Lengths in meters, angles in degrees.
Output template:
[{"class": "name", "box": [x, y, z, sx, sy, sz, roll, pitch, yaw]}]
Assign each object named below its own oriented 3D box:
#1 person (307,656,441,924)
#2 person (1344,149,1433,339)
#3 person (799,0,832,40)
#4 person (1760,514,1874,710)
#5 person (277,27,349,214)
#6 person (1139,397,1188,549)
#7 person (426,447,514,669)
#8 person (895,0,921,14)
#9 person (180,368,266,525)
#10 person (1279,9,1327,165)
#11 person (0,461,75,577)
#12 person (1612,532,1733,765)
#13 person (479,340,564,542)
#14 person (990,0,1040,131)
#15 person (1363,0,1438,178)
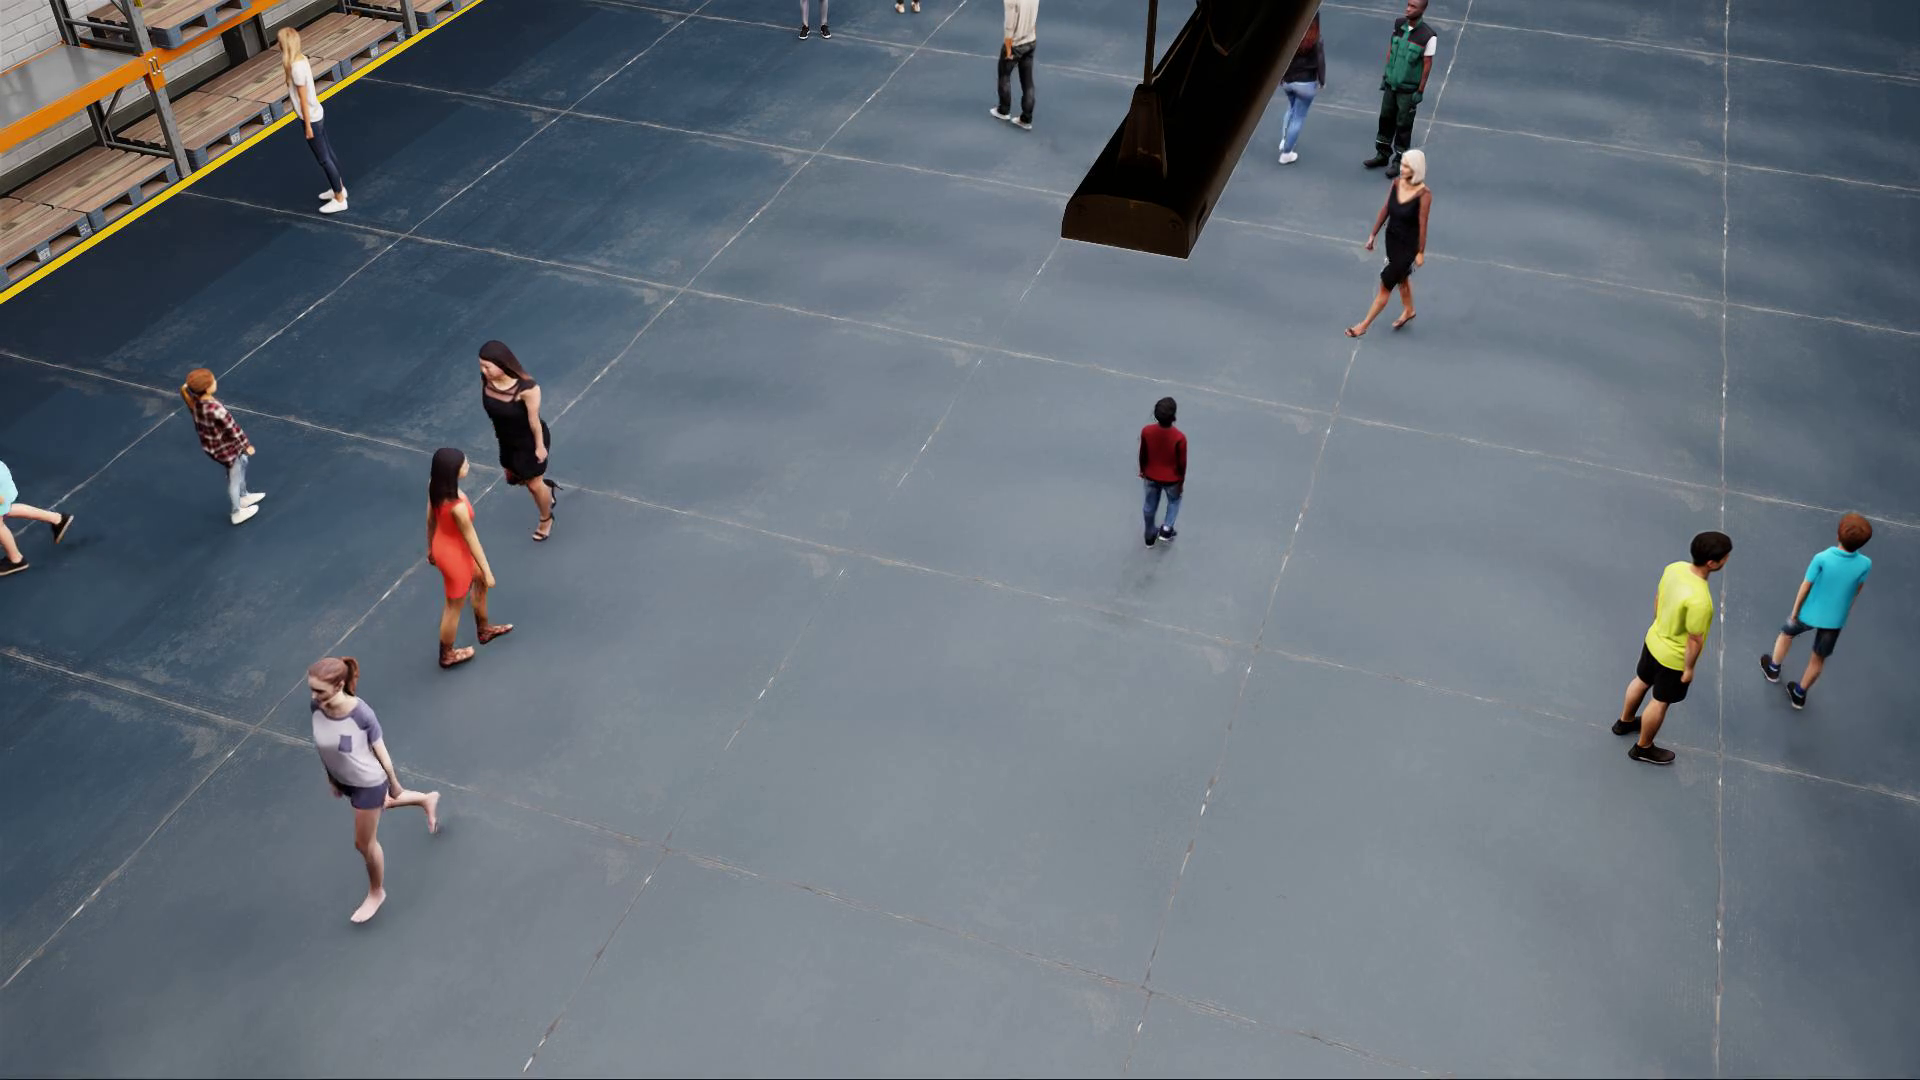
[{"class": "person", "box": [-3.292, 1.279, 9.348, 0.643, 1.732, 1.123, 18, 42, 22]}, {"class": "person", "box": [3.814, -2.503, 14.109, 1.120, 1.700, 1.055, -17, 42, -20]}, {"class": "person", "box": [-1.714, -6.728, 19.383, 0.632, 1.720, 0.636, -4, 39, -5]}, {"class": "person", "box": [5.502, 0.493, 10.569, 0.551, 1.435, 0.685, 10, 40, 13]}, {"class": "person", "box": [-6.199, -4.039, 15.947, 0.709, 1.807, 0.623, -12, 40, -14]}, {"class": "person", "box": [1.432, -0.446, 11.895, 0.517, 1.248, 0.489, 15, 41, 18]}, {"class": "person", "box": [-3.336, 0.144, 10.804, 0.923, 1.688, 0.834, -26, 46, -29]}, {"class": "person", "box": [-0.638, -7.221, 19.950, 0.679, 1.784, 0.696, -8, 39, -10]}, {"class": "person", "box": [-5.420, -0.658, 12.123, 0.621, 1.295, 0.678, 27, 46, 30]}, {"class": "person", "box": [3.385, -4.576, 16.767, 0.789, 1.622, 0.753, -31, 48, -33]}, {"class": "person", "box": [-6.723, -0.441, 11.654, 0.959, 1.541, 0.854, -22, 44, -25]}, {"class": "person", "box": [4.357, 0.637, 10.170, 0.761, 1.708, 0.620, -4, 39, -5]}, {"class": "person", "box": [-3.075, -0.749, 11.916, 0.758, 1.695, 0.817, 18, 42, 21]}, {"class": "person", "box": [0.681, -5.149, 17.347, 0.906, 1.794, 0.950, -24, 44, -27]}, {"class": "person", "box": [4.414, -4.533, 16.538, 0.799, 1.840, 0.785, -26, 45, -29]}]
